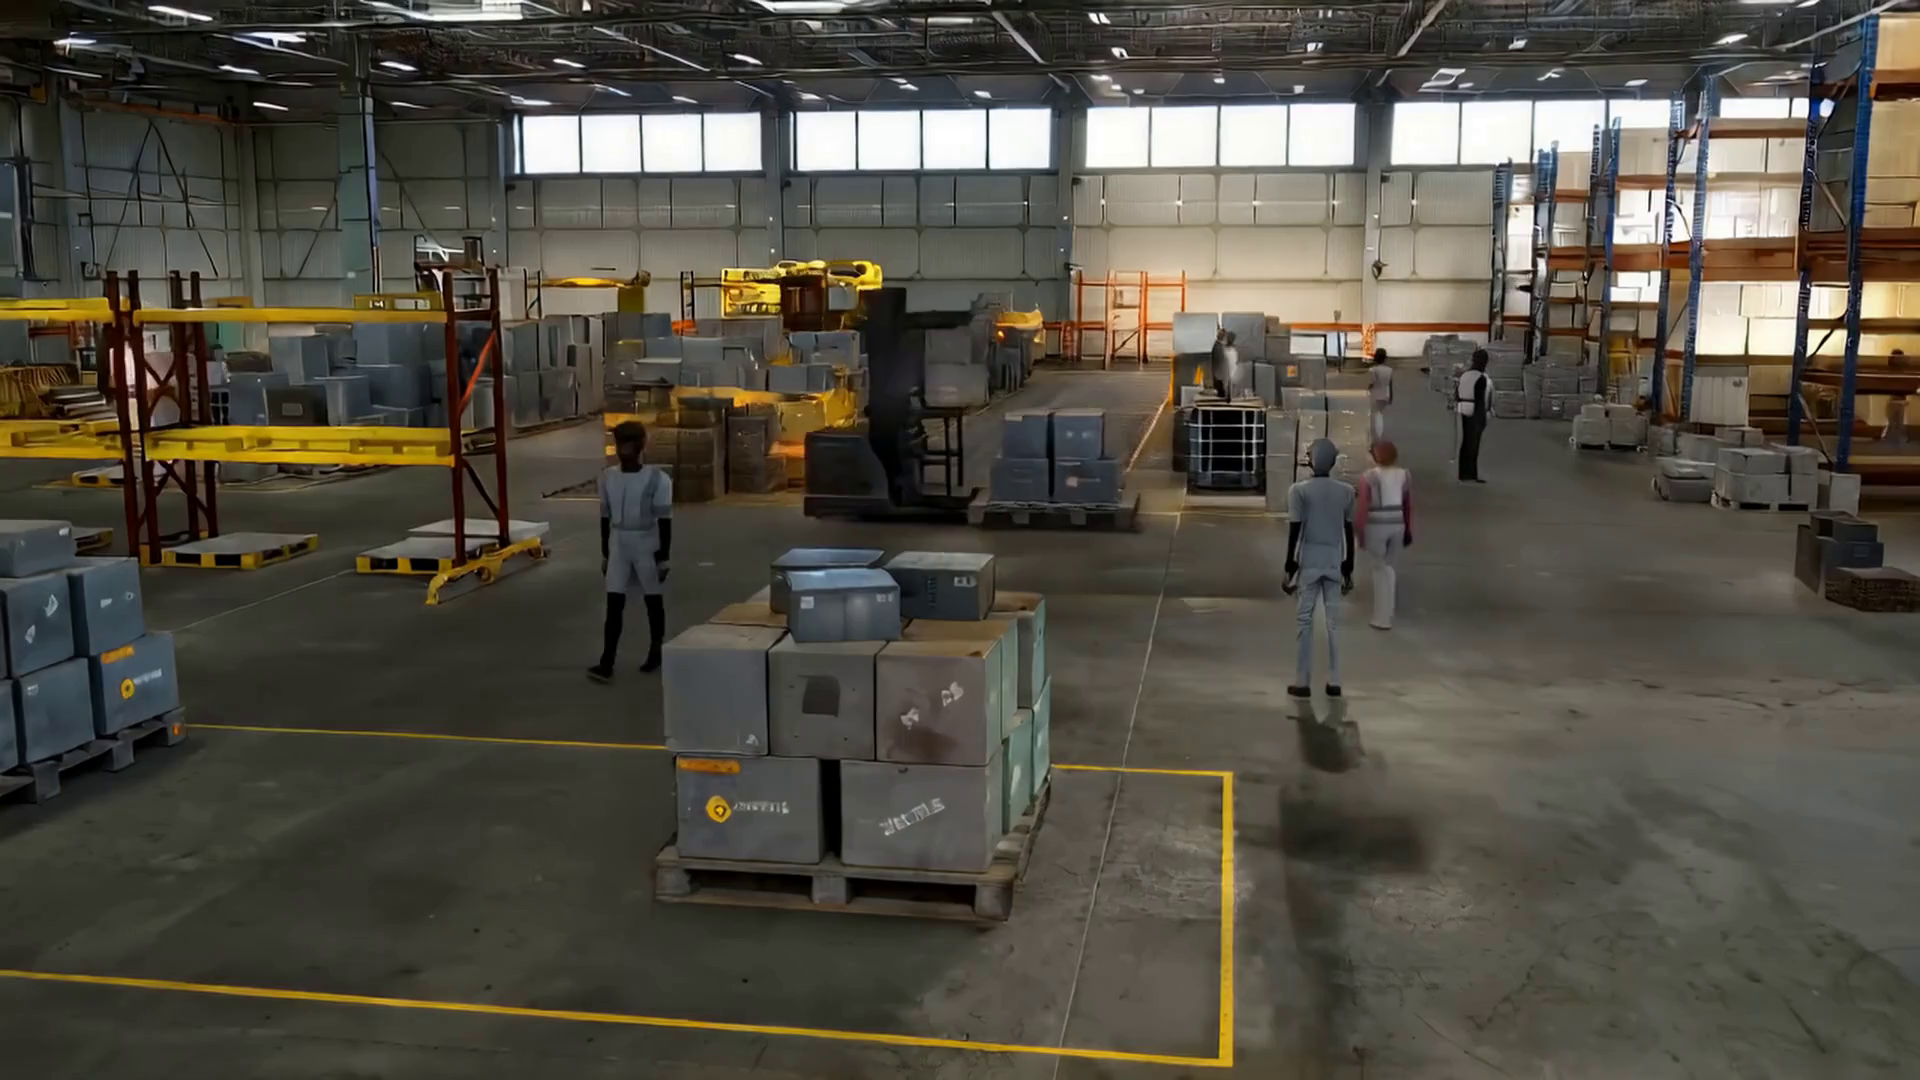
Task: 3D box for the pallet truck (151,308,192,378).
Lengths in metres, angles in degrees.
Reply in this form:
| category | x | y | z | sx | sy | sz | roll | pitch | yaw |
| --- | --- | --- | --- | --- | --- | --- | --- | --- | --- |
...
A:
| category | x | y | z | sx | sy | sz | roll | pitch | yaw |
| --- | --- | --- | --- | --- | --- | --- | --- | --- | --- |
| pallet truck | -21.869 | -5.598 | 47.154 | 0.823 | 1.965 | 1.885 | 4 | 10 | 26 |

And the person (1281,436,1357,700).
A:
| category | x | y | z | sx | sy | sz | roll | pitch | yaw |
| --- | --- | --- | --- | --- | --- | --- | --- | --- | --- |
| person | 2.539 | 0.203 | 11.772 | 0.532 | 1.870 | 0.319 | -1 | 9 | -6 |

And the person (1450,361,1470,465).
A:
| category | x | y | z | sx | sy | sz | roll | pitch | yaw |
| --- | --- | --- | --- | --- | --- | --- | --- | --- | --- |
| person | 7.869 | -1.987 | 26.012 | 0.321 | 1.631 | 0.523 | 0 | 9 | -1 |

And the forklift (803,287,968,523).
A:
| category | x | y | z | sx | sy | sz | roll | pitch | yaw |
| --- | --- | --- | --- | --- | --- | --- | --- | --- | --- |
| forklift | -0.899 | -1.666 | 20.187 | 1.873 | 2.768 | 1.129 | 1 | 9 | 9 |

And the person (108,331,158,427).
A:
| category | x | y | z | sx | sy | sz | roll | pitch | yaw |
| --- | --- | --- | --- | --- | --- | --- | --- | --- | --- |
| person | -15.649 | -2.995 | 31.428 | 0.761 | 1.906 | 0.488 | -6 | 11 | -32 |

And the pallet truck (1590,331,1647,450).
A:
| category | x | y | z | sx | sy | sz | roll | pitch | yaw |
| --- | --- | --- | --- | --- | --- | --- | --- | --- | --- |
| pallet truck | 11.253 | -2.573 | 28.499 | 0.823 | 1.965 | 1.885 | 5 | 10 | 27 |

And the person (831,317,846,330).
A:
| category | x | y | z | sx | sy | sz | roll | pitch | yaw |
| --- | --- | --- | --- | --- | --- | --- | --- | --- | --- |
| person | -2.921 | -4.383 | 39.897 | 0.640 | 1.927 | 0.668 | 1 | 9 | 4 |

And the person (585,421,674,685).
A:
| category | x | y | z | sx | sy | sz | roll | pitch | yaw |
| --- | --- | --- | --- | --- | --- | --- | --- | --- | --- |
| person | -2.429 | 0.108 | 12.169 | 0.631 | 1.923 | 0.941 | 2 | 9 | 14 |

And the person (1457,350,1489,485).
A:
| category | x | y | z | sx | sy | sz | roll | pitch | yaw |
| --- | --- | --- | --- | --- | --- | --- | --- | --- | --- |
| person | 7.297 | -1.746 | 23.656 | 0.399 | 1.916 | 0.590 | -1 | 9 | -6 |

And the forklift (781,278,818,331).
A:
| category | x | y | z | sx | sy | sz | roll | pitch | yaw |
| --- | --- | --- | --- | --- | --- | --- | --- | --- | --- |
| forklift | -4.114 | -5.349 | 42.906 | 1.129 | 2.768 | 1.873 | 0 | 9 | 1 |

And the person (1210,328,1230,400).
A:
| category | x | y | z | sx | sy | sz | roll | pitch | yaw |
| --- | --- | --- | --- | --- | --- | --- | --- | --- | --- |
| person | 4.977 | -3.071 | 31.750 | 0.371 | 1.941 | 0.627 | -2 | 9 | -11 |

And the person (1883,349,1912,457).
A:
| category | x | y | z | sx | sy | sz | roll | pitch | yaw |
| --- | --- | --- | --- | --- | --- | --- | --- | --- | --- |
| person | 13.352 | -1.748 | 23.634 | 0.549 | 1.926 | 0.570 | 2 | 9 | 10 |

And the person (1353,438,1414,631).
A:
| category | x | y | z | sx | sy | sz | roll | pitch | yaw |
| --- | --- | --- | --- | --- | --- | --- | --- | --- | --- |
| person | 3.561 | -0.055 | 14.104 | 0.528 | 1.620 | 0.510 | -3 | 10 | -20 |

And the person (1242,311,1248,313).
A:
| category | x | y | z | sx | sy | sz | roll | pitch | yaw |
| --- | --- | --- | --- | --- | --- | --- | --- | --- | --- |
| person | 7.292 | -4.941 | 43.159 | 0.742 | 1.972 | 0.652 | 5 | 11 | 30 |

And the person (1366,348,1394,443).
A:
| category | x | y | z | sx | sy | sz | roll | pitch | yaw |
| --- | --- | --- | --- | --- | --- | --- | --- | --- | --- |
| person | 7.255 | -2.506 | 29.026 | 0.552 | 1.677 | 0.565 | -5 | 10 | -27 |

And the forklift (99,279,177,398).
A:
| category | x | y | z | sx | sy | sz | roll | pitch | yaw |
| --- | --- | --- | --- | --- | --- | --- | --- | --- | --- |
| forklift | -19.606 | -4.720 | 39.027 | 1.873 | 2.768 | 1.129 | 1 | 9 | 9 |

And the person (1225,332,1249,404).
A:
| category | x | y | z | sx | sy | sz | roll | pitch | yaw |
| --- | --- | --- | --- | --- | --- | --- | --- | --- | --- |
| person | 5.571 | -3.363 | 34.027 | 0.971 | 1.799 | 0.630 | 2 | 10 | 14 |

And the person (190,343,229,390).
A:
| category | x | y | z | sx | sy | sz | roll | pitch | yaw |
| --- | --- | --- | --- | --- | --- | --- | --- | --- | --- |
| person | -12.506 | -2.387 | 27.897 | 0.659 | 1.818 | 0.654 | 9 | 13 | 44 |
